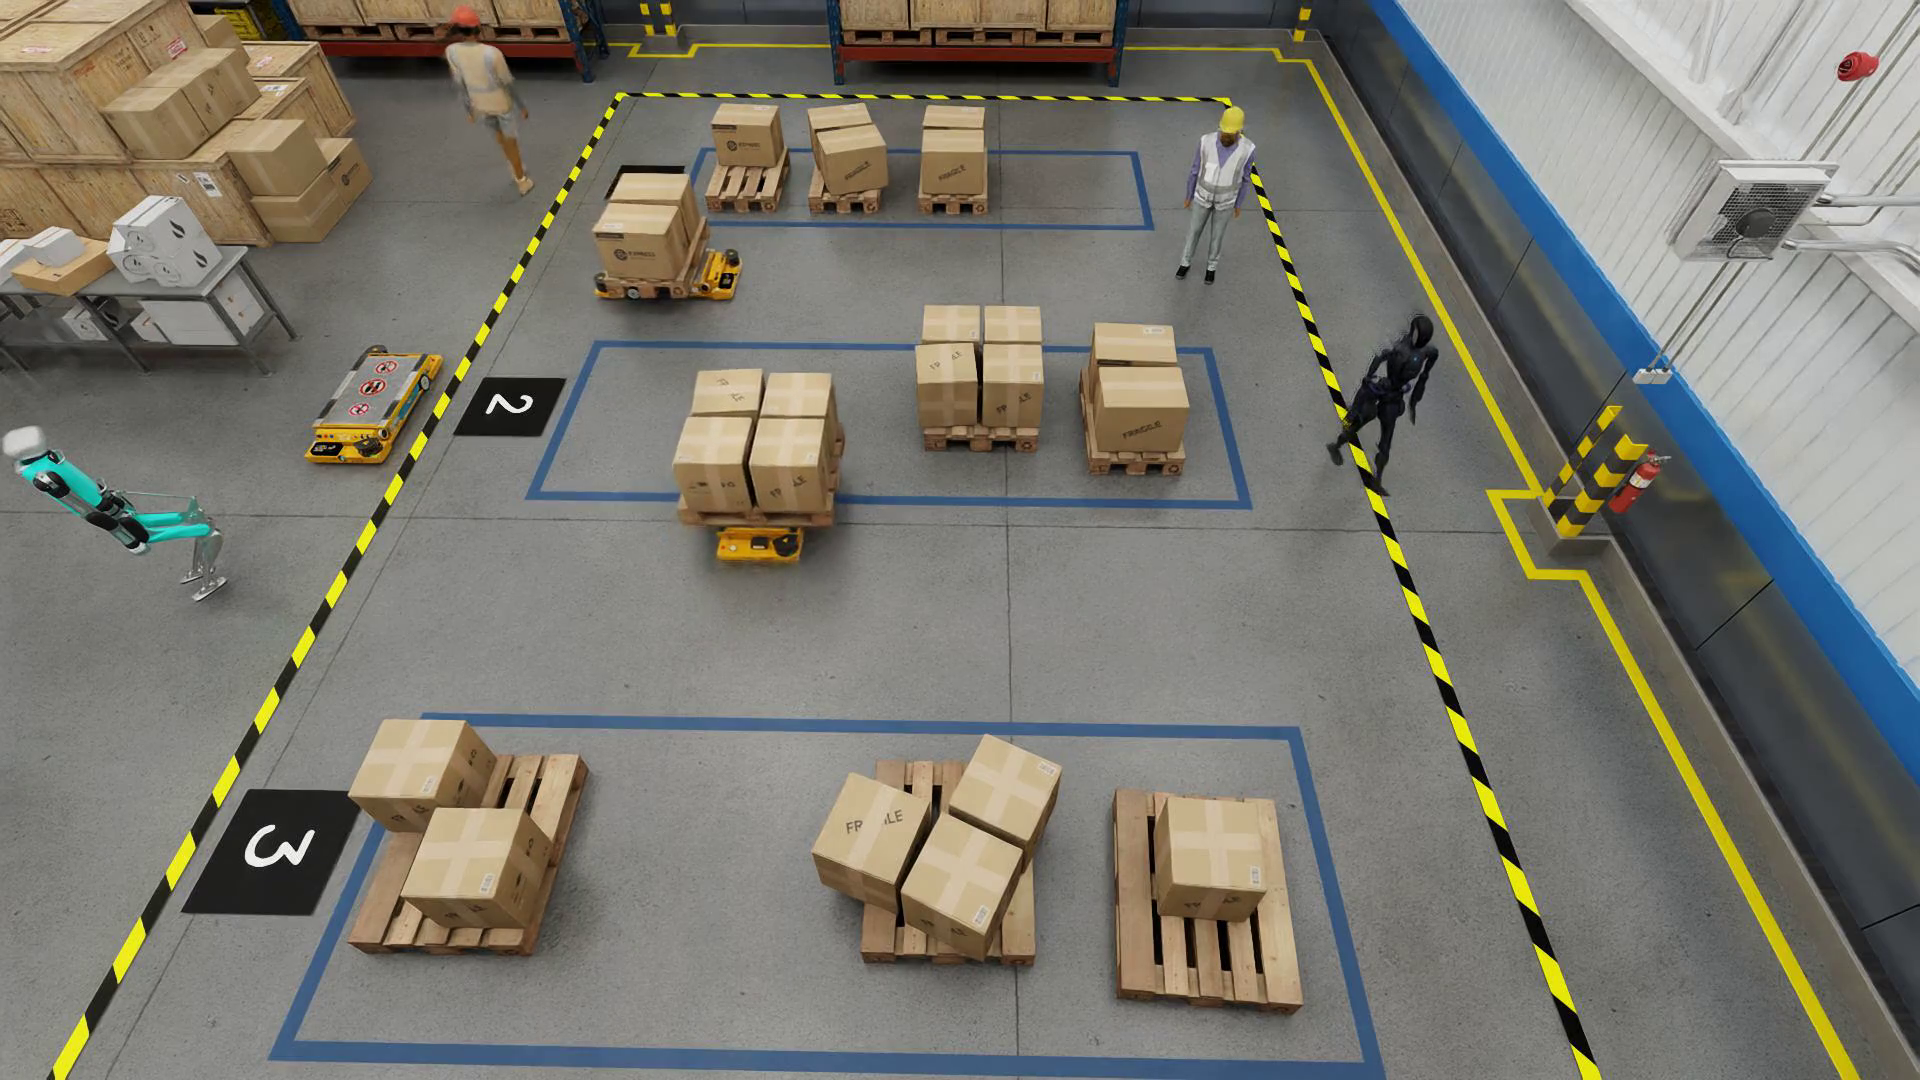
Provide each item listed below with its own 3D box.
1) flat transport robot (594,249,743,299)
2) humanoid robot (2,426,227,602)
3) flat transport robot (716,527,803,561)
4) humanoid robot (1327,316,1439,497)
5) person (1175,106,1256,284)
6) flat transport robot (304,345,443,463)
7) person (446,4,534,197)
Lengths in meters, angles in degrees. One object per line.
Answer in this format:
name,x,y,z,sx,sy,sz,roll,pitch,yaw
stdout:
flat transport robot,-3.098,-2.846,9.757,1.431,0.197,0.652,1,50,1
humanoid robot,-5.792,-0.237,6.518,0.735,1.676,0.533,-37,59,-27
flat transport robot,-1.602,-0.434,7.716,0.652,0.197,1.431,1,50,1
humanoid robot,3.433,-1.092,7.392,0.593,1.623,0.770,-6,50,-5
person,2.574,-3.459,9.269,0.599,1.830,0.404,15,51,12
flat transport robot,-5.383,-1.269,8.441,0.659,0.231,1.431,1,50,1
person,-5.277,-5.020,10.467,0.651,2.014,0.753,1,50,1
